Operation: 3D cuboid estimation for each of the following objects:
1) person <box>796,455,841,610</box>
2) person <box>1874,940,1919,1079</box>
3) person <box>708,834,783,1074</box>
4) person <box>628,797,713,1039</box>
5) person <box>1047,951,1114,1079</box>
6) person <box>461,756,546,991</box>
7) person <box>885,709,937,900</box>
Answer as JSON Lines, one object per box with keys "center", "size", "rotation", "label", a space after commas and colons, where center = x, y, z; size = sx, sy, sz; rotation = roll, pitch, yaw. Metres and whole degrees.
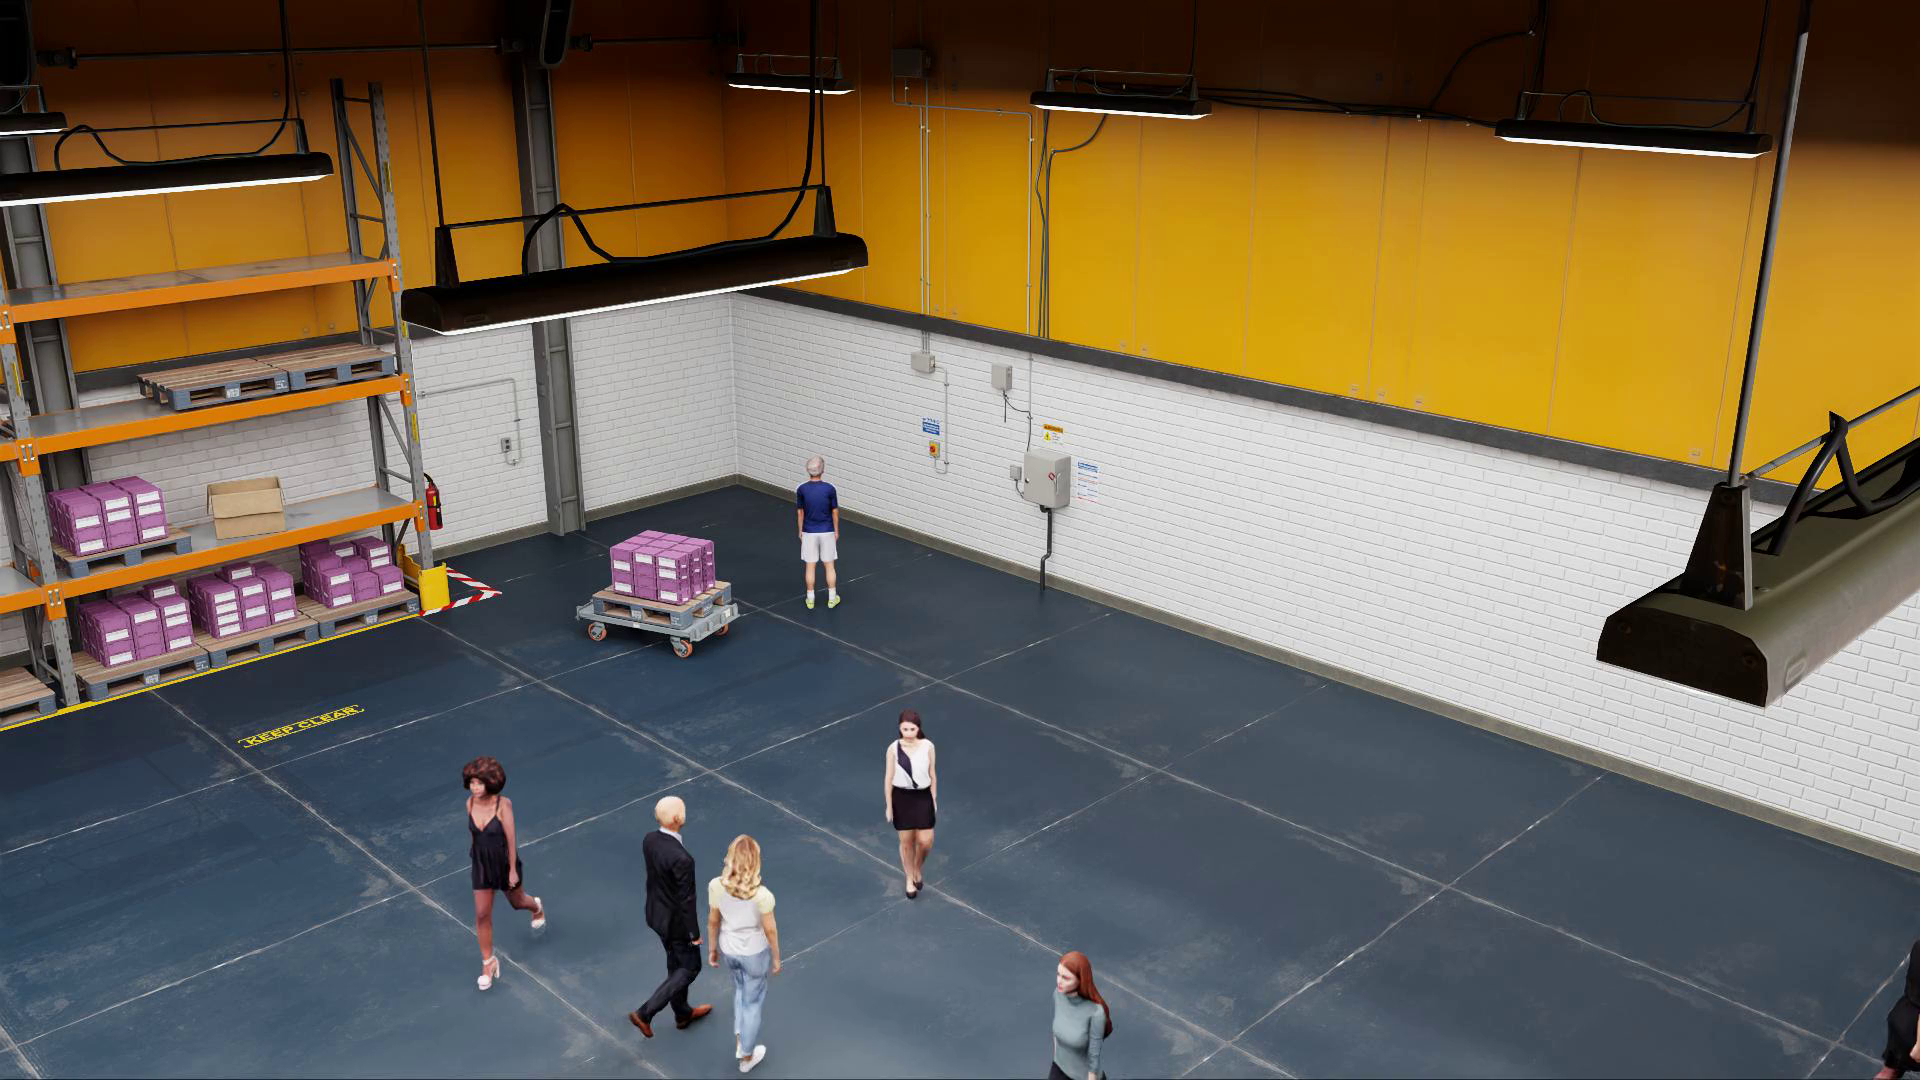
{"center": [-1.654, -0.097, 19.440], "size": [0.709, 1.838, 0.775], "rotation": [0, 19, -1], "label": "person"}
{"center": [5.842, 3.050, 10.328], "size": [0.842, 1.688, 0.793], "rotation": [3, 19, 9], "label": "person"}
{"center": [-1.468, 2.799, 11.039], "size": [0.757, 1.711, 0.768], "rotation": [7, 20, 19], "label": "person"}
{"center": [-2.020, 2.629, 11.424], "size": [0.953, 1.787, 0.730], "rotation": [-14, 23, -35], "label": "person"}
{"center": [0.767, 3.202, 9.851], "size": [1.124, 1.705, 0.577], "rotation": [-17, 25, -42], "label": "person"}
{"center": [-3.360, 2.374, 12.226], "size": [0.953, 1.758, 1.117], "rotation": [3, 19, 8], "label": "person"}
{"center": [-0.391, 2.083, 13.281], "size": [0.669, 1.637, 0.743], "rotation": [-3, 19, -7], "label": "person"}
